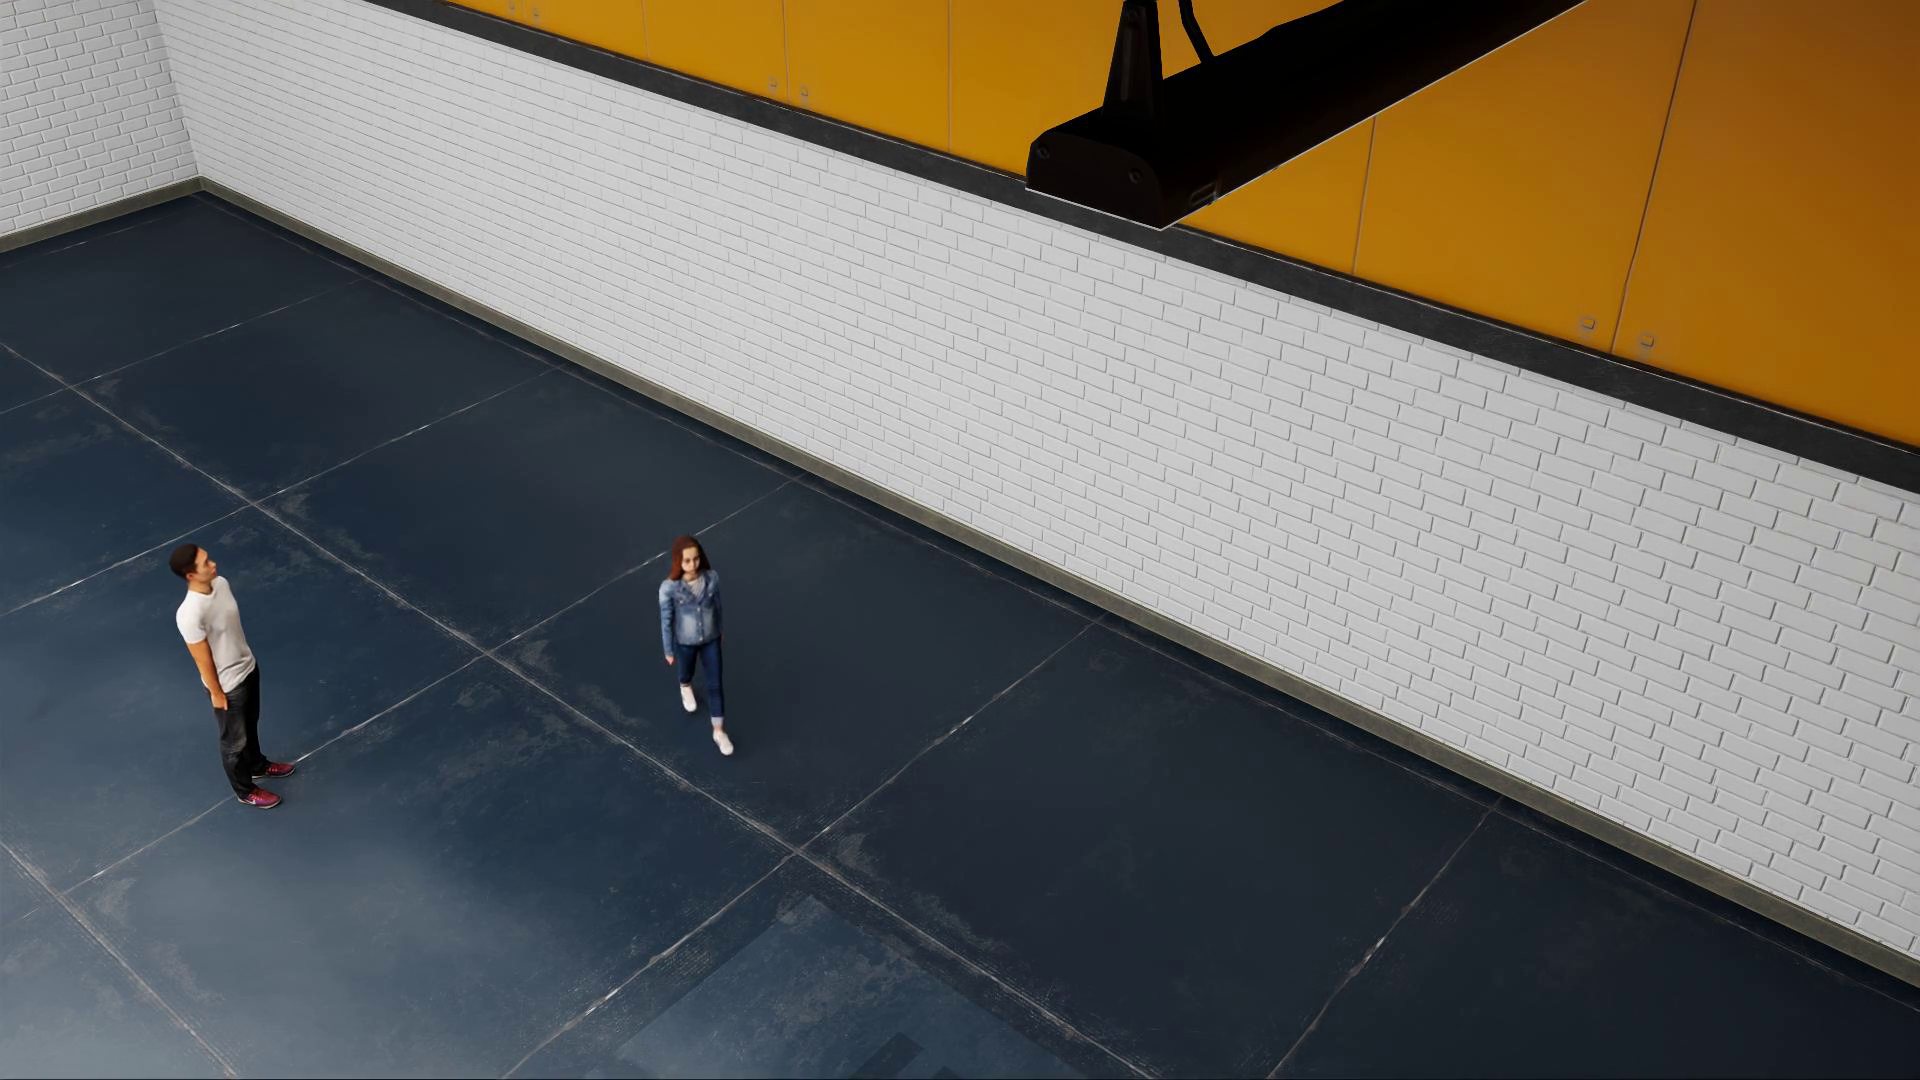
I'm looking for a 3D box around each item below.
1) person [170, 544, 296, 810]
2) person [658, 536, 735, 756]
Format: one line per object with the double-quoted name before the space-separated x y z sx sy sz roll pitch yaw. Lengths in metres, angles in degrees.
"person" -4.351 0.785 9.853 0.768 1.805 0.689 0 34 0
"person" -1.695 0.581 10.466 1.018 1.455 0.894 -16 37 -22
